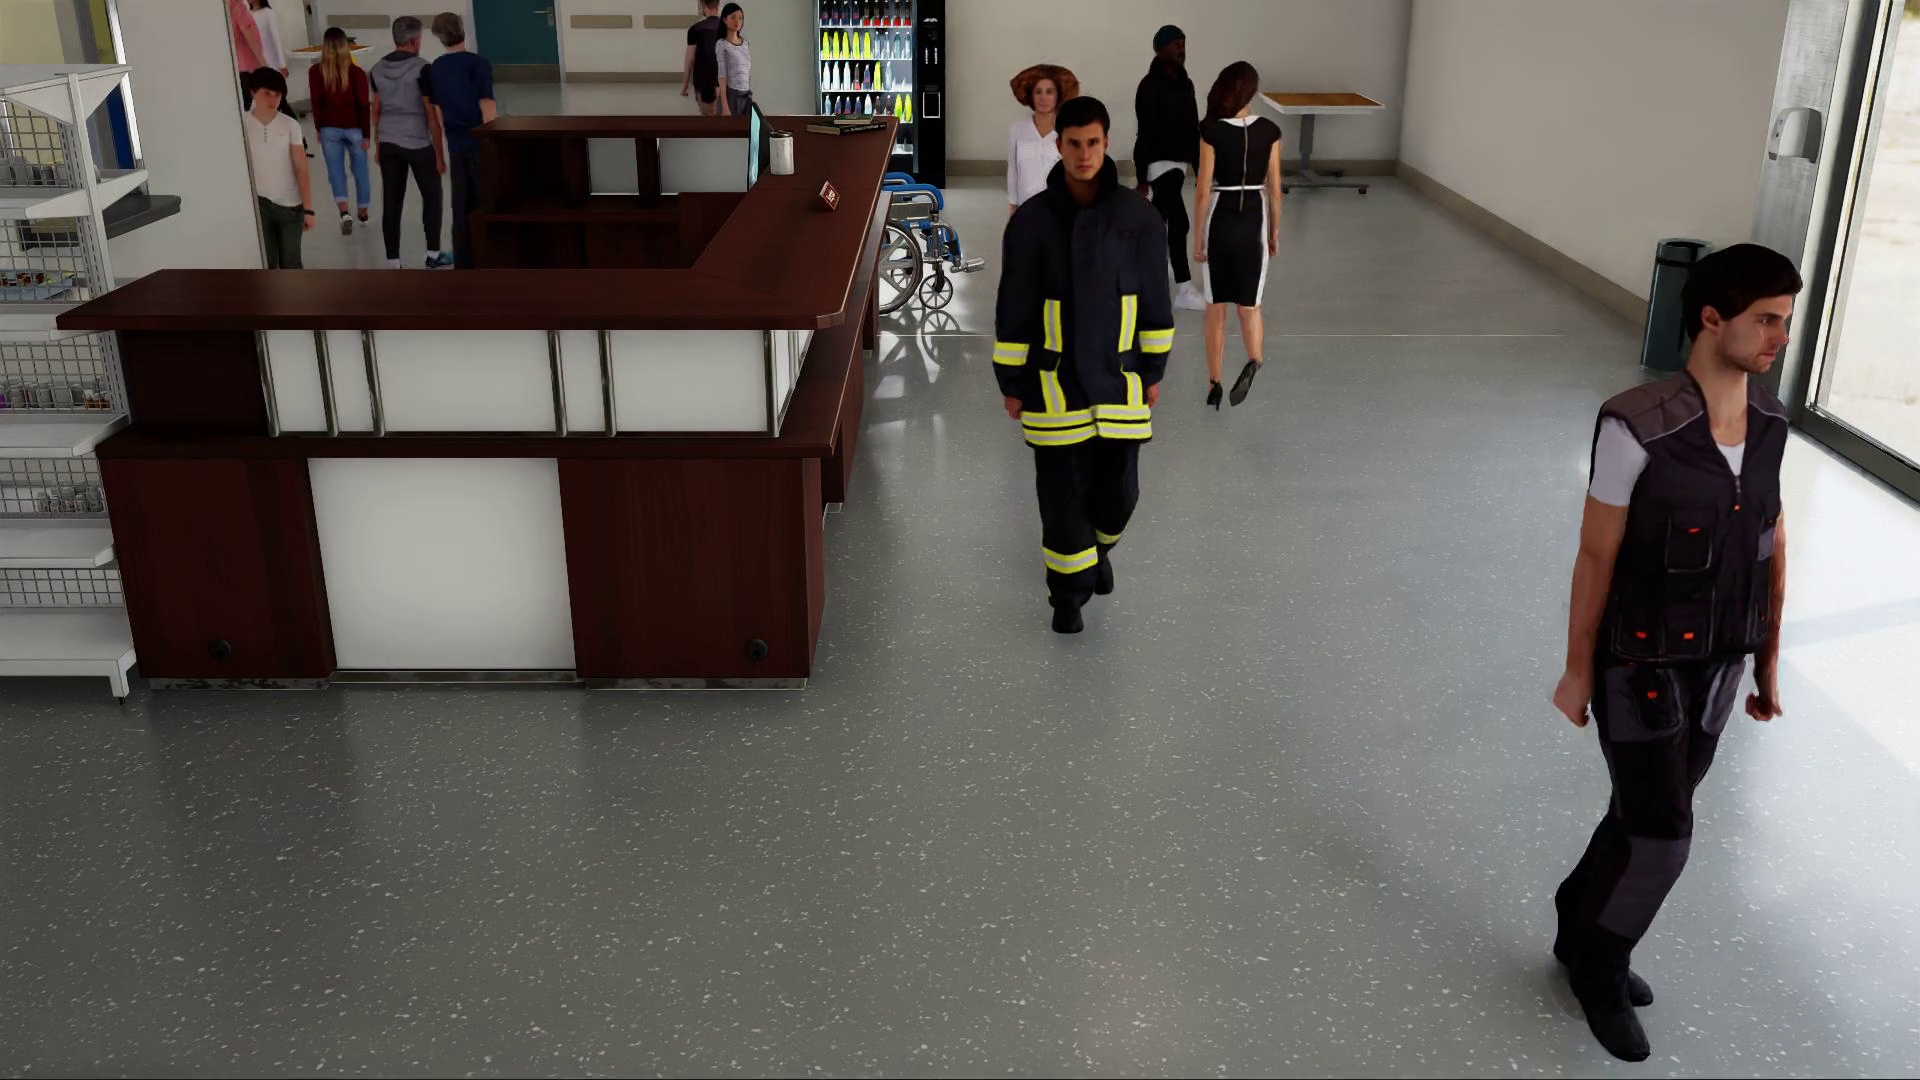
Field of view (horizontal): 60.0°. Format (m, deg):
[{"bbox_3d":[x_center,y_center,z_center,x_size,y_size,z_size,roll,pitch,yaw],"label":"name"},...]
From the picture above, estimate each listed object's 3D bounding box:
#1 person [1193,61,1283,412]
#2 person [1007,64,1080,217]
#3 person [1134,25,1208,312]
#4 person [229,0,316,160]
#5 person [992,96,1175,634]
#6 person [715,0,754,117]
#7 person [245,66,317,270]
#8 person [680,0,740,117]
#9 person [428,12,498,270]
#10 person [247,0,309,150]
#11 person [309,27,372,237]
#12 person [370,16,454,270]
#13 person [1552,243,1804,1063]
[{"bbox_3d":[1.399,-1.458,8.353,0.876,1.777,0.660,-1,21,-2],"label":"person"},{"bbox_3d":[0.522,-1.886,9.648,1.130,1.662,0.868,3,21,8],"label":"person"},{"bbox_3d":[1.269,-2.413,10.875,1.290,1.778,1.184,17,27,38],"label":"person"},{"bbox_3d":[-7.246,-4.693,16.703,1.256,1.914,0.896,-7,22,-18],"label":"person"},{"bbox_3d":[0.437,-0.617,5.939,0.722,1.914,0.847,0,21,-1],"label":"person"},{"bbox_3d":[-2.021,-3.871,14.784,0.685,1.735,0.679,11,23,27],"label":"person"},{"bbox_3d":[-4.097,-1.987,9.975,1.030,1.618,0.854,-6,21,-14],"label":"person"},{"bbox_3d":[-2.227,-4.140,15.417,1.162,1.791,1.188,-17,27,-38],"label":"person"},{"bbox_3d":[-3.298,-2.628,11.355,0.737,1.839,0.941,17,27,38],"label":"person"},{"bbox_3d":[-7.281,-5.006,17.743,1.132,1.763,1.093,13,25,31],"label":"person"},{"bbox_3d":[-4.934,-3.231,13.284,1.080,1.601,0.905,-8,22,-20],"label":"person"},{"bbox_3d":[-3.866,-2.668,11.551,1.007,1.776,1.007,4,21,10],"label":"person"},{"bbox_3d":[1.540,0.232,3.812,0.768,1.834,0.854,-9,22,-22],"label":"person"}]
